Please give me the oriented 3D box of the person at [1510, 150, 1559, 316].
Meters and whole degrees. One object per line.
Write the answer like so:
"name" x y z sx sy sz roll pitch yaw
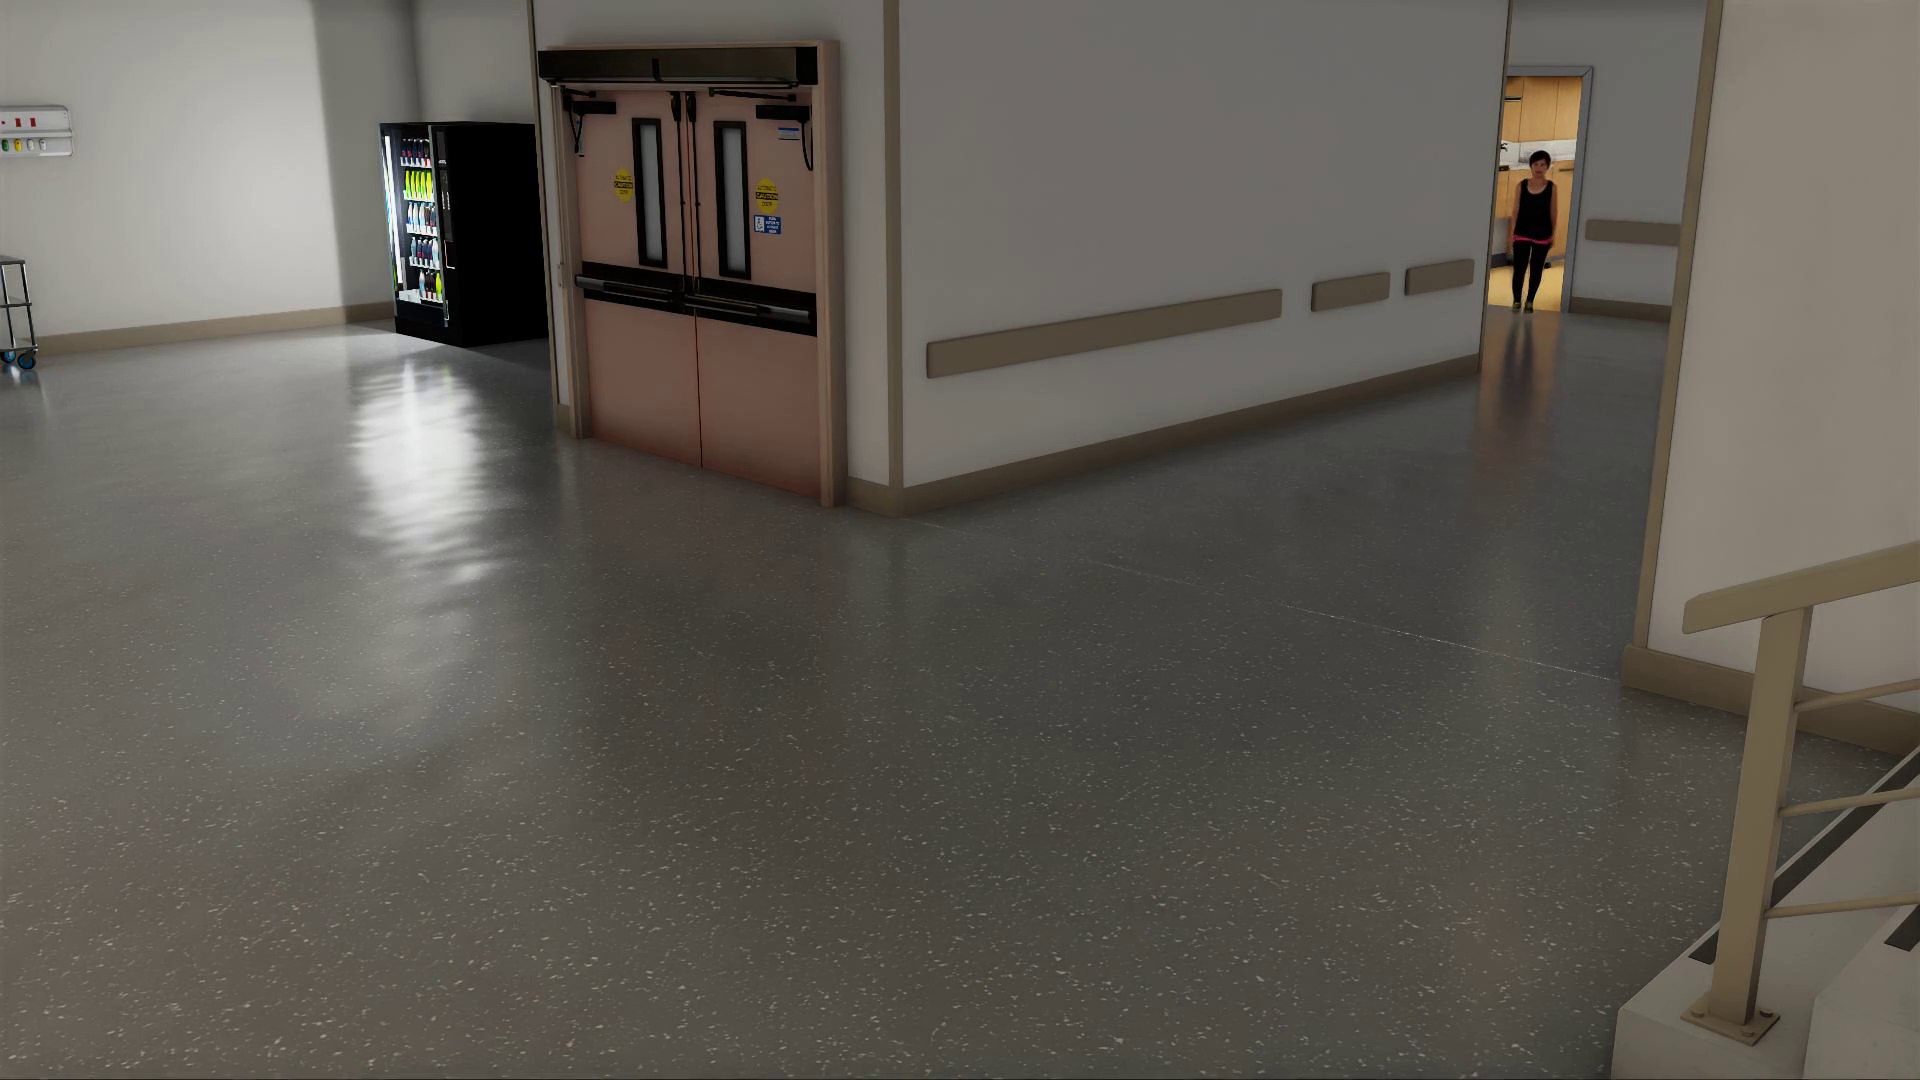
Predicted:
"person" 5.466 -2.917 15.859 0.912 1.530 0.867 5 17 17
